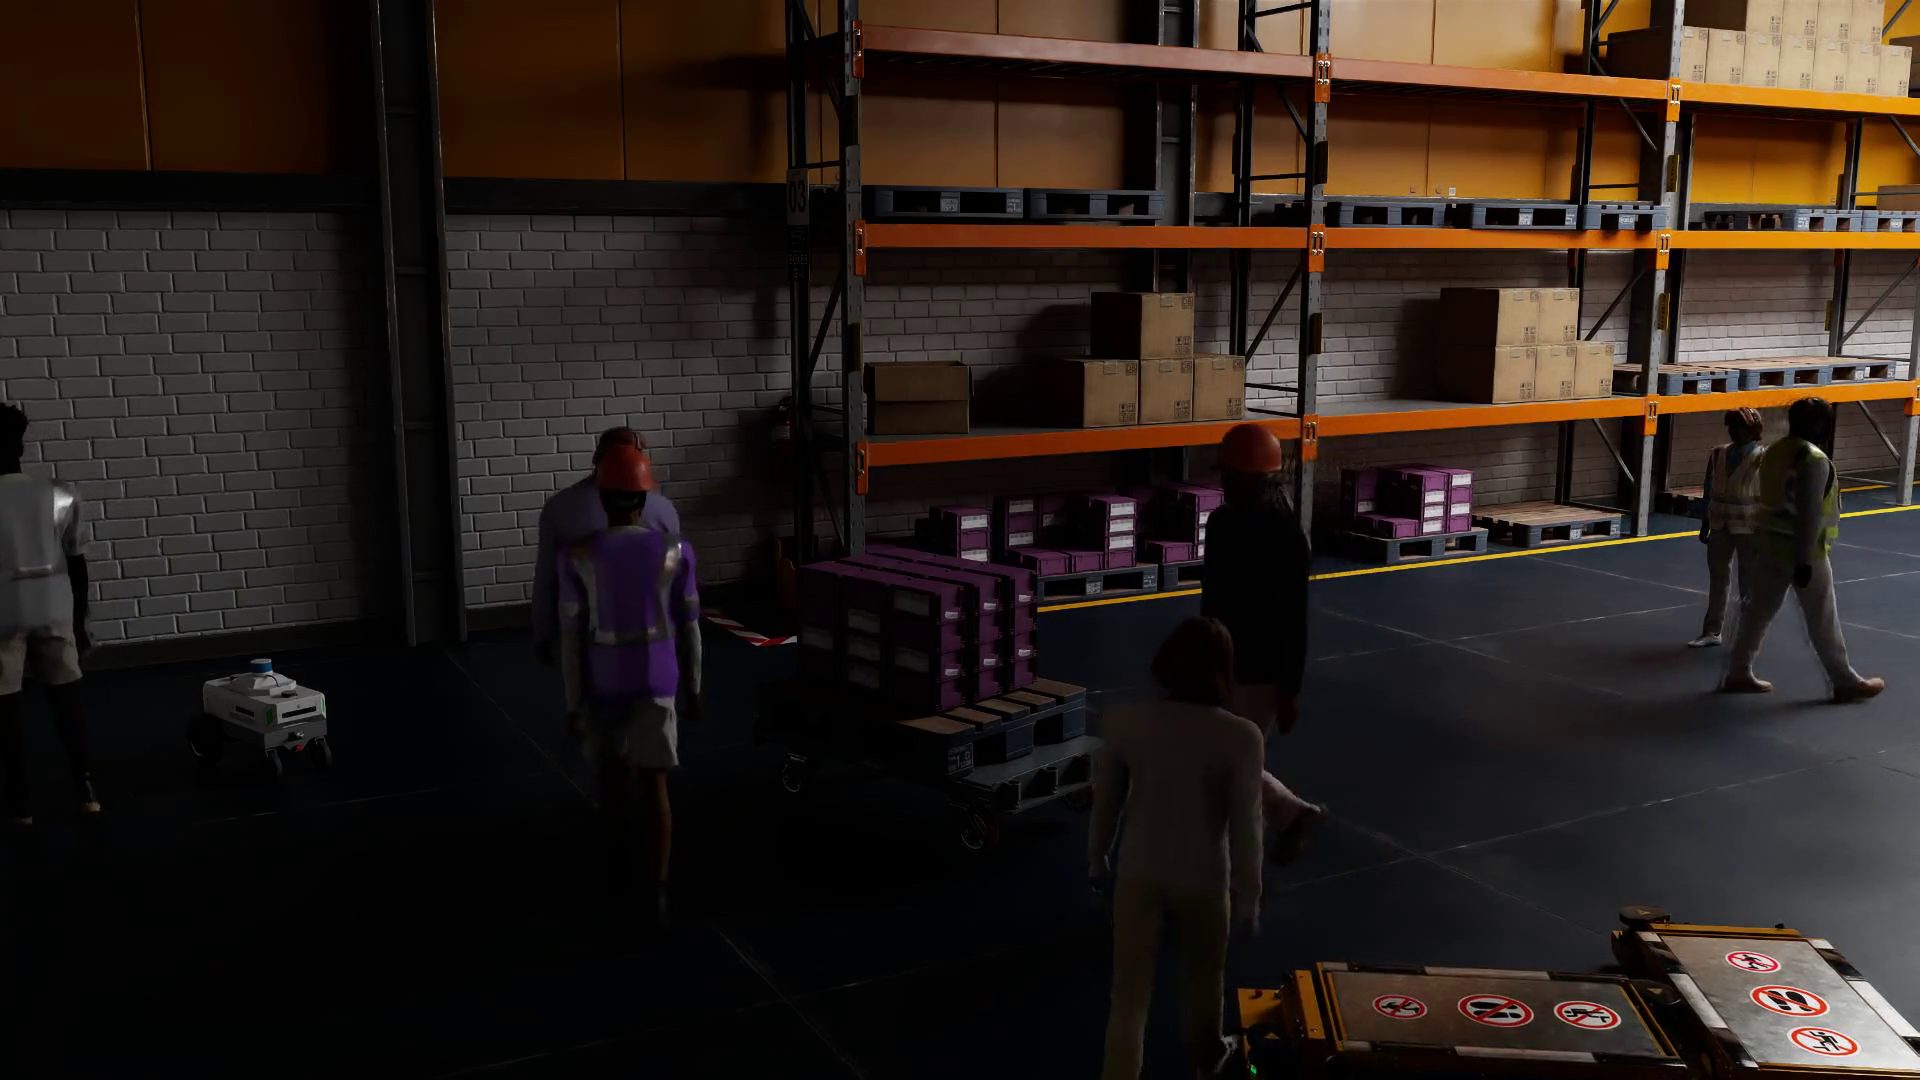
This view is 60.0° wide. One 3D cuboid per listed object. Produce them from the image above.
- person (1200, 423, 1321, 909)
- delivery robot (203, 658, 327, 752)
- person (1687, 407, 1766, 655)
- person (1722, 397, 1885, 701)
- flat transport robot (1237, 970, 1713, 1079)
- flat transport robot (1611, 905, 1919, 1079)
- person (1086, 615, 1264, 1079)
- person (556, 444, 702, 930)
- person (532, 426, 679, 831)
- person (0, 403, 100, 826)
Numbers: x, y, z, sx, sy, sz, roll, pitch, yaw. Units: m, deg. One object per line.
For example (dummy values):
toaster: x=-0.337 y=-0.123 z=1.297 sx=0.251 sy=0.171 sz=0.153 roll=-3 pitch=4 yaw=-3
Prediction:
person: x=1.189 y=0.508 z=6.682 sx=0.648 sy=1.981 sz=0.628 roll=-4 pitch=11 yaw=-23
delivery robot: x=-3.572 y=0.853 z=8.539 sx=0.707 sy=0.478 sz=0.477 roll=8 pitch=13 yaw=39
person: x=5.106 y=-0.060 z=10.944 sx=0.309 sy=1.641 sz=0.514 roll=-6 pitch=11 yaw=-29
person: x=5.008 y=0.059 z=9.815 sx=0.871 sy=1.798 sz=0.652 roll=0 pitch=10 yaw=0
flat transport robot: x=1.630 y=1.597 z=5.337 sx=1.431 sy=0.197 sz=0.652 roll=1 pitch=10 yaw=6
flat transport robot: x=2.686 y=1.572 z=5.485 sx=0.652 sy=0.197 sz=1.431 roll=1 pitch=10 yaw=6
person: x=0.634 y=1.011 z=4.972 sx=0.567 sy=1.570 sz=0.880 roll=4 pitch=11 yaw=22
person: x=-1.297 y=0.572 z=6.610 sx=0.560 sy=1.894 sz=0.990 roll=-3 pitch=10 yaw=-14
person: x=-1.601 y=0.416 z=7.605 sx=0.666 sy=1.859 sz=0.814 roll=-4 pitch=11 yaw=-20
person: x=-4.331 y=0.351 z=7.654 sx=0.365 sy=1.963 sz=0.636 roll=8 pitch=13 yaw=40
